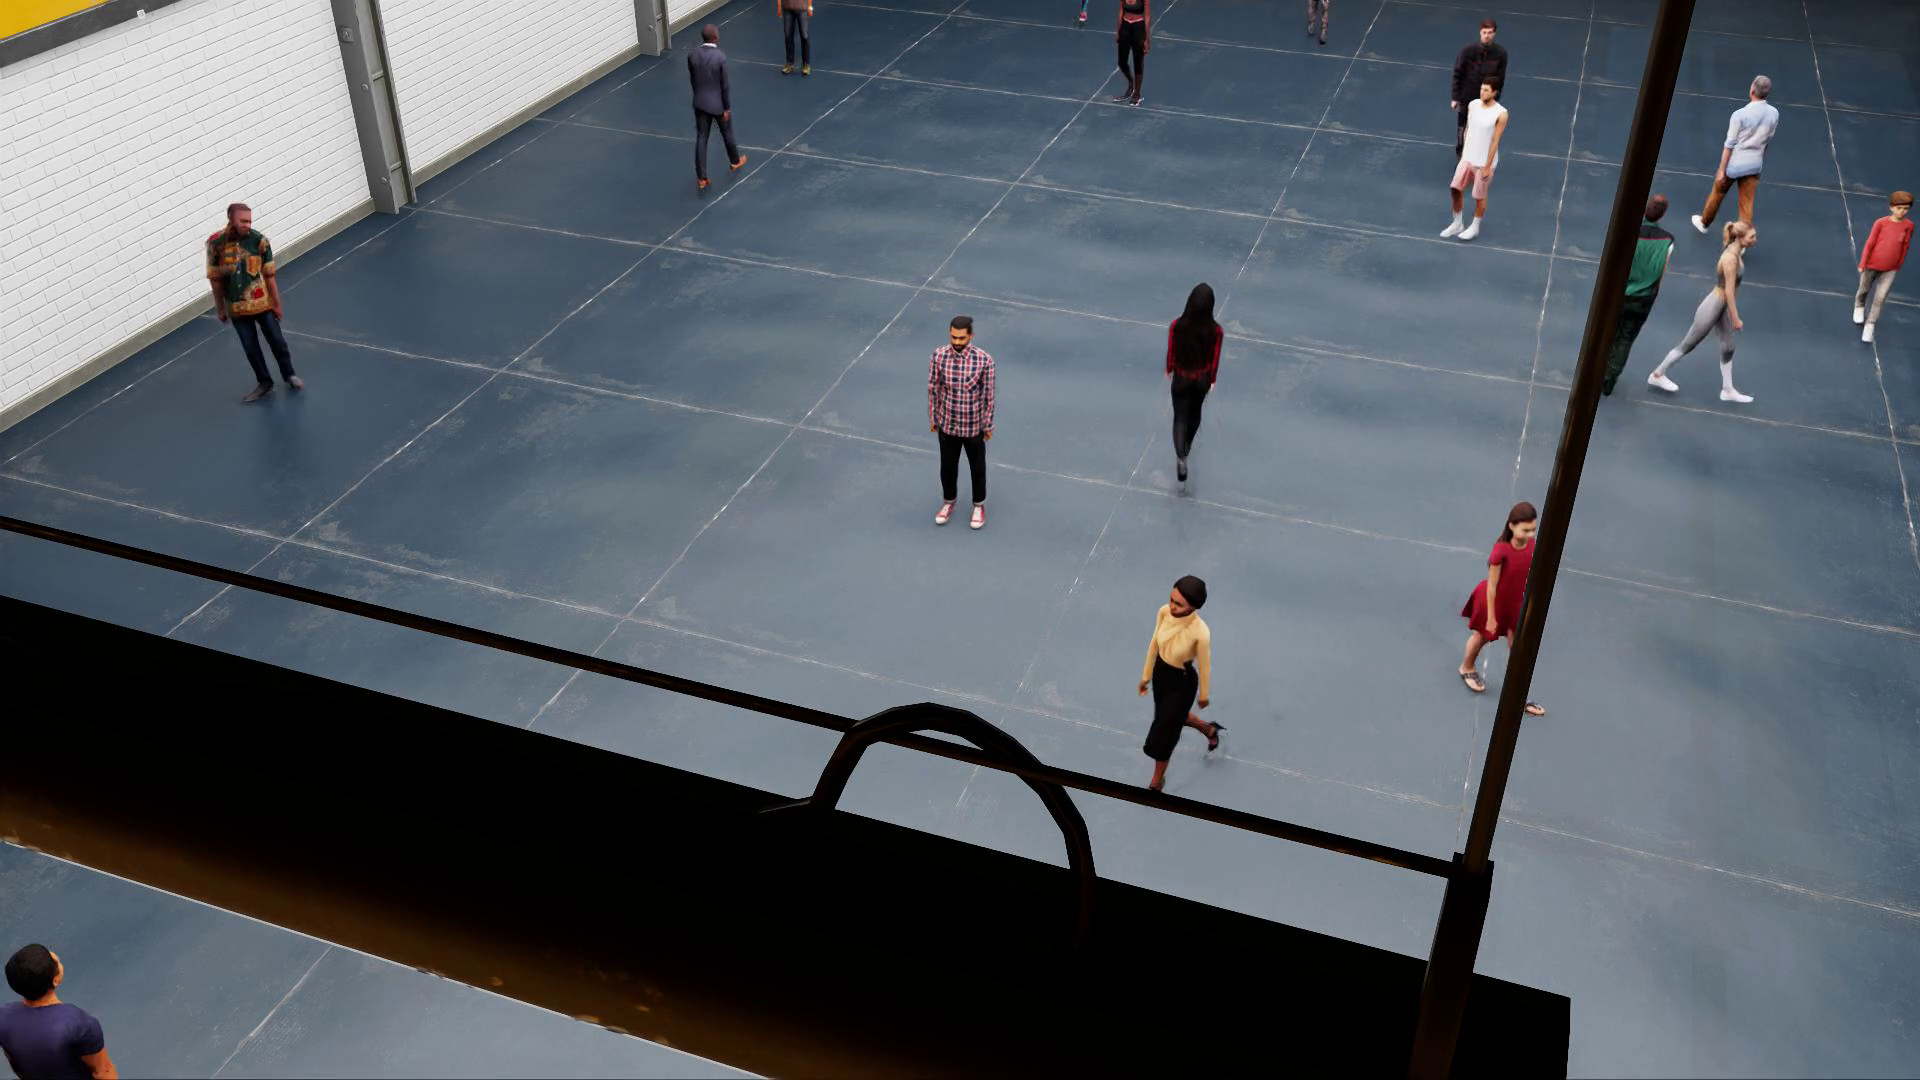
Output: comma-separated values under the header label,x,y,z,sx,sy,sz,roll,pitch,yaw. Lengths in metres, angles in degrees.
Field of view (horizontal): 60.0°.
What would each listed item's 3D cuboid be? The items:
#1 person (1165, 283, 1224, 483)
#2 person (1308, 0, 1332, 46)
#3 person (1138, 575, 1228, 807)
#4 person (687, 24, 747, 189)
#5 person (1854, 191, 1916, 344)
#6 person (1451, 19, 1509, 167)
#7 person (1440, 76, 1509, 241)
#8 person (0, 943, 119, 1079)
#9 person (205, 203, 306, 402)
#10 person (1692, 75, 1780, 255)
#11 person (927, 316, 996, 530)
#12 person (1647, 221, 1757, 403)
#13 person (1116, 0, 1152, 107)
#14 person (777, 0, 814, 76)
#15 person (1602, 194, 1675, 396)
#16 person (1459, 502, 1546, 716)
label,x,y,z,sx,sy,sz,roll,pitch,yaw
person,1.856,-1.244,13.384,0.792,1.631,1.093,1,34,2
person,5.048,-7.823,23.253,0.821,1.662,1.221,2,34,3
person,1.378,0.873,10.197,1.039,1.632,0.895,-21,39,-28
person,-2.823,-4.821,18.629,0.727,1.781,1.186,10,35,15
person,8.673,-2.618,15.674,0.545,1.384,0.949,12,36,18
person,5.890,-5.047,18.966,0.775,1.784,1.151,9,35,13
person,5.497,-3.997,17.399,0.851,1.771,0.806,-21,39,-28
person,-4.039,2.574,7.513,0.843,1.771,1.021,0,34,0
person,-6.221,-2.077,14.495,0.840,1.789,0.859,1,34,2
person,8.087,-3.815,17.117,1.021,1.779,1.276,-2,34,-4
person,0.022,-0.922,12.782,0.714,1.761,0.634,6,34,9
person,6.458,-1.971,14.457,0.787,1.653,1.092,19,38,26
person,2.227,-6.428,21.070,0.718,1.756,0.690,16,37,23
person,-2.177,-7.075,22.023,0.673,1.778,0.608,5,34,7
person,5.856,-2.102,14.506,0.635,1.817,0.661,10,35,15
person,3.553,0.376,11.043,0.910,1.523,0.994,-14,36,-19
